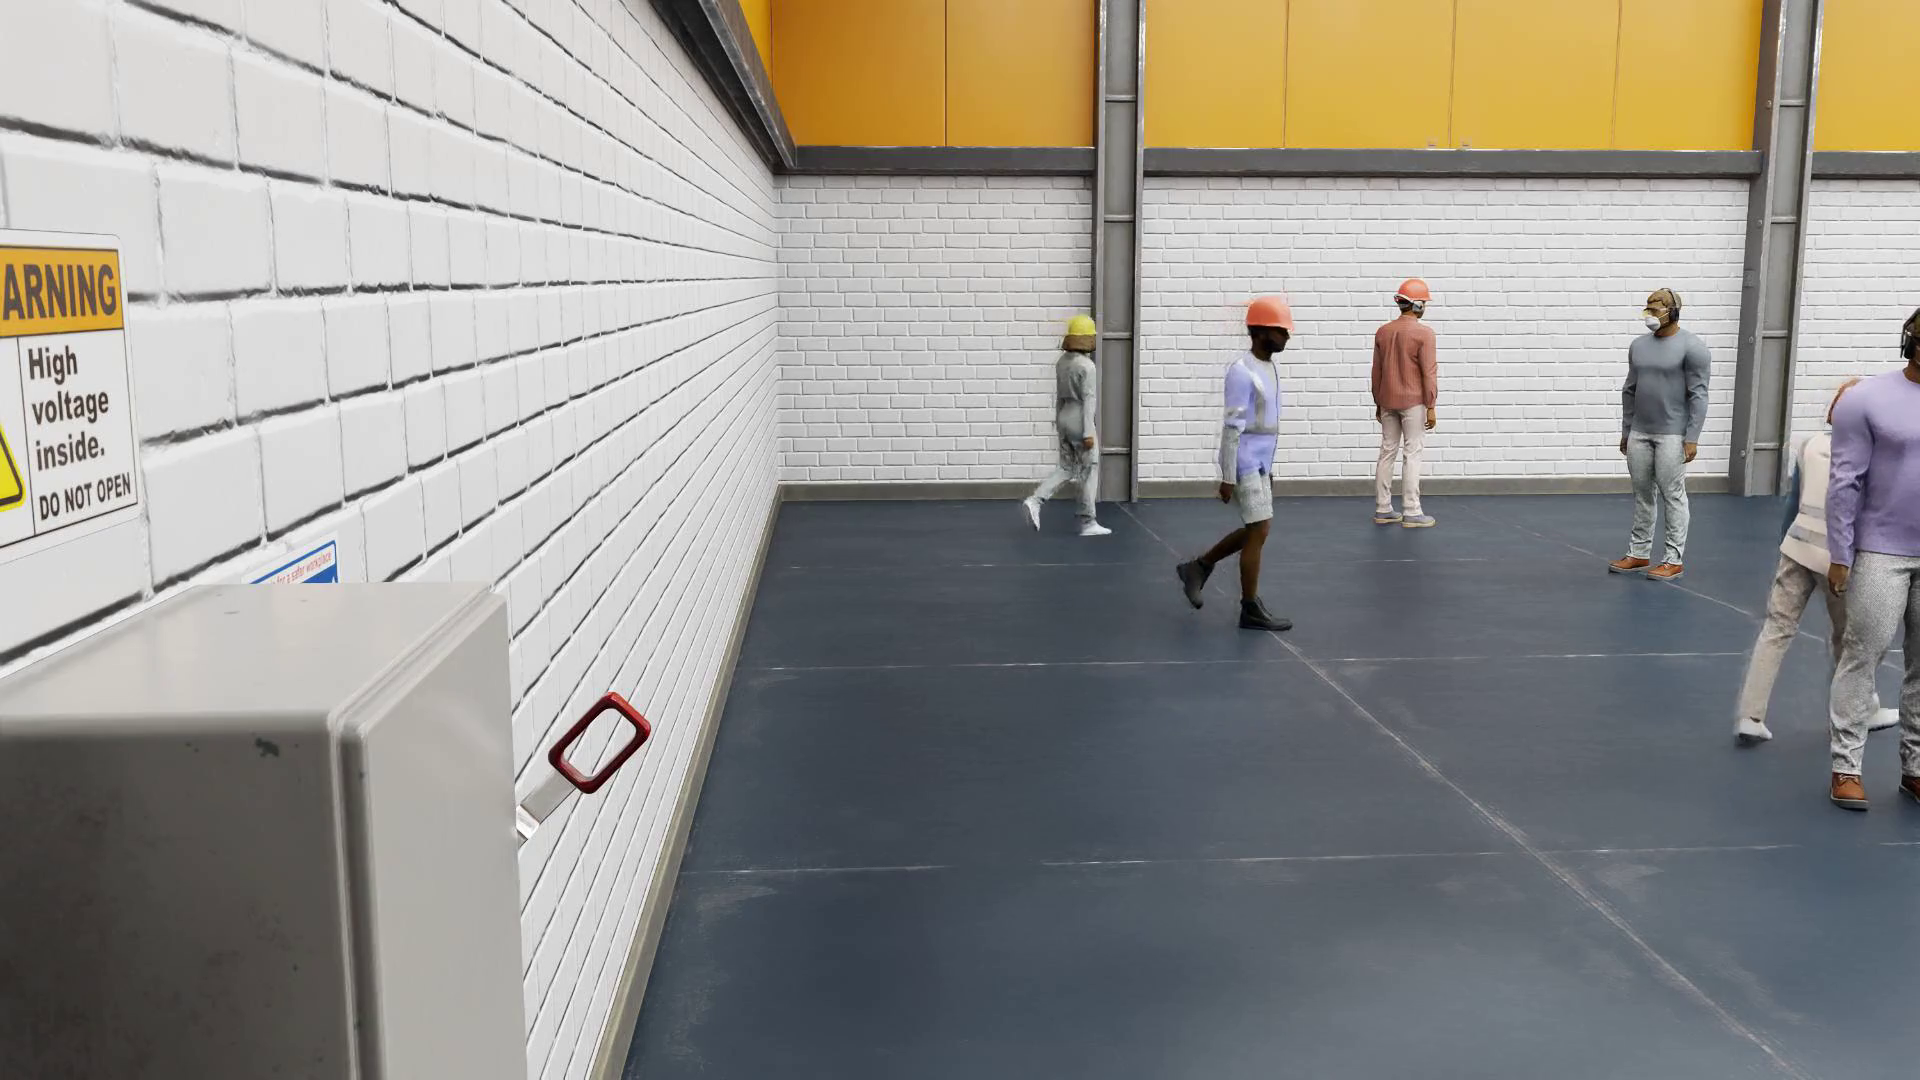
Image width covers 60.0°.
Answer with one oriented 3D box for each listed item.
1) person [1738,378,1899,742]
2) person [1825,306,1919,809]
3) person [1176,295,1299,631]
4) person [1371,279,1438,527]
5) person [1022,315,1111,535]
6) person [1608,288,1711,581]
[{"bbox_3d":[3.729,0.096,7.158,0.872,1.578,0.613,-3,10,-19],"label":"person"},{"bbox_3d":[3.596,0.065,6.281,0.630,1.937,0.373,1,9,8],"label":"person"},{"bbox_3d":[1.581,-0.443,9.539,0.689,1.919,0.550,5,10,29],"label":"person"},{"bbox_3d":[3.606,-1.103,13.427,0.396,1.991,0.622,-6,11,-34],"label":"person"},{"bbox_3d":[0.841,-0.871,12.814,0.677,1.720,0.494,-5,10,-29],"label":"person"},{"bbox_3d":[4.667,-0.702,11.087,0.354,1.937,0.635,-4,10,-25],"label":"person"}]
